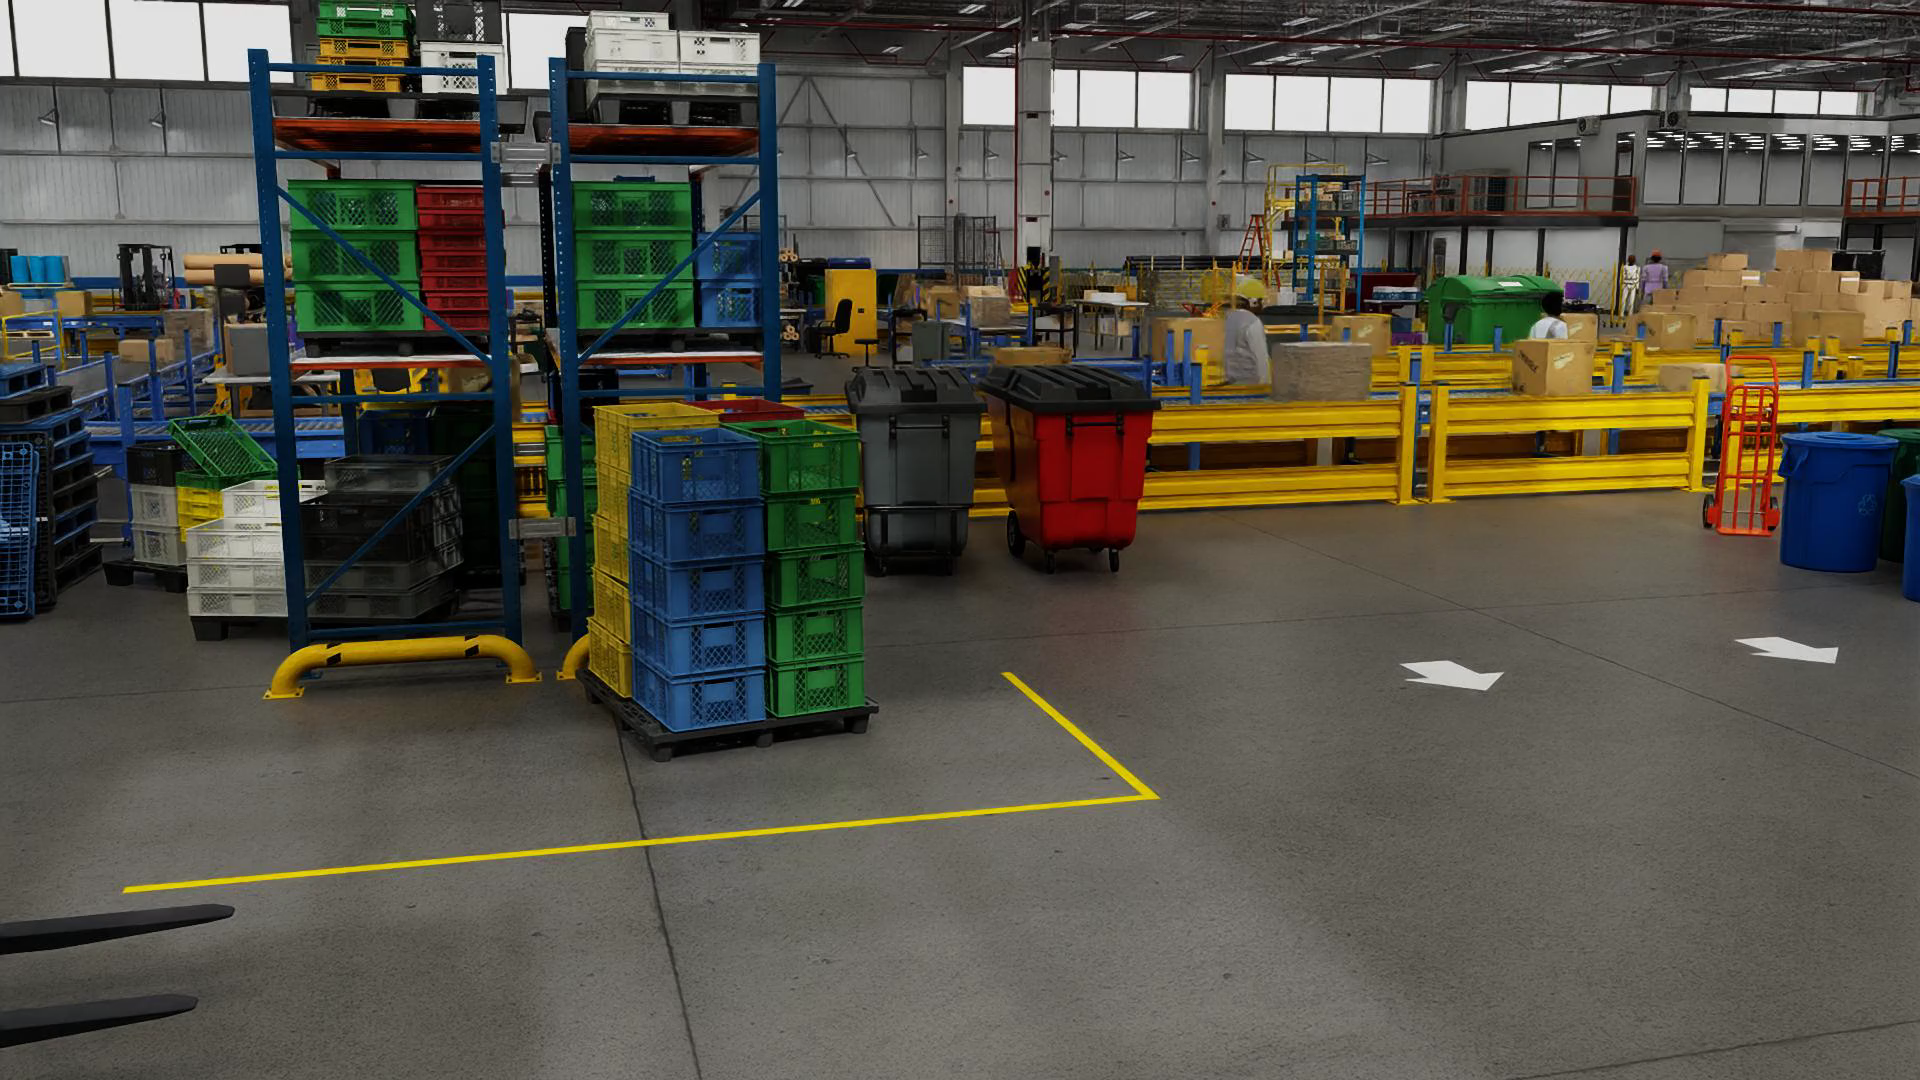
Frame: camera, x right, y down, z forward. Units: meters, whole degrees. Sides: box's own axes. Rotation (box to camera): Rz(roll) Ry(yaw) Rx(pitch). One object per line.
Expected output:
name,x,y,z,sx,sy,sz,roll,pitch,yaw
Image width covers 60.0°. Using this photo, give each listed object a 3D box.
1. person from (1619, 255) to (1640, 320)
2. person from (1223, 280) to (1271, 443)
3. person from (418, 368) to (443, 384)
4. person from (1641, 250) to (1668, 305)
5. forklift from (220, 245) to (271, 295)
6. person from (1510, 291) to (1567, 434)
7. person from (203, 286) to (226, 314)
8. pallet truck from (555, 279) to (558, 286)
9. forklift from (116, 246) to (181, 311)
person,19.438,-7.333,48.299,0.576,1.885,0.355,0,10,-1
person,2.850,-1.572,15.911,0.839,1.796,0.617,-2,10,-14
person,-8.121,-3.210,25.368,0.804,1.736,0.531,8,13,39
person,17.300,-6.201,41.462,0.605,2.034,0.397,4,11,23
forklift,-17.749,-6.334,41.440,1.157,1.987,2.680,-3,10,-17
person,6.148,-1.794,17.555,0.850,1.663,0.525,-2,10,-11
person,-16.610,-5.343,37.182,0.603,1.828,0.404,4,11,21
pallet truck,-10.604,-6.375,44.520,0.653,1.274,1.630,-3,10,-15
forklift,-19.966,-6.232,40.894,1.157,1.987,2.680,-3,10,-15
